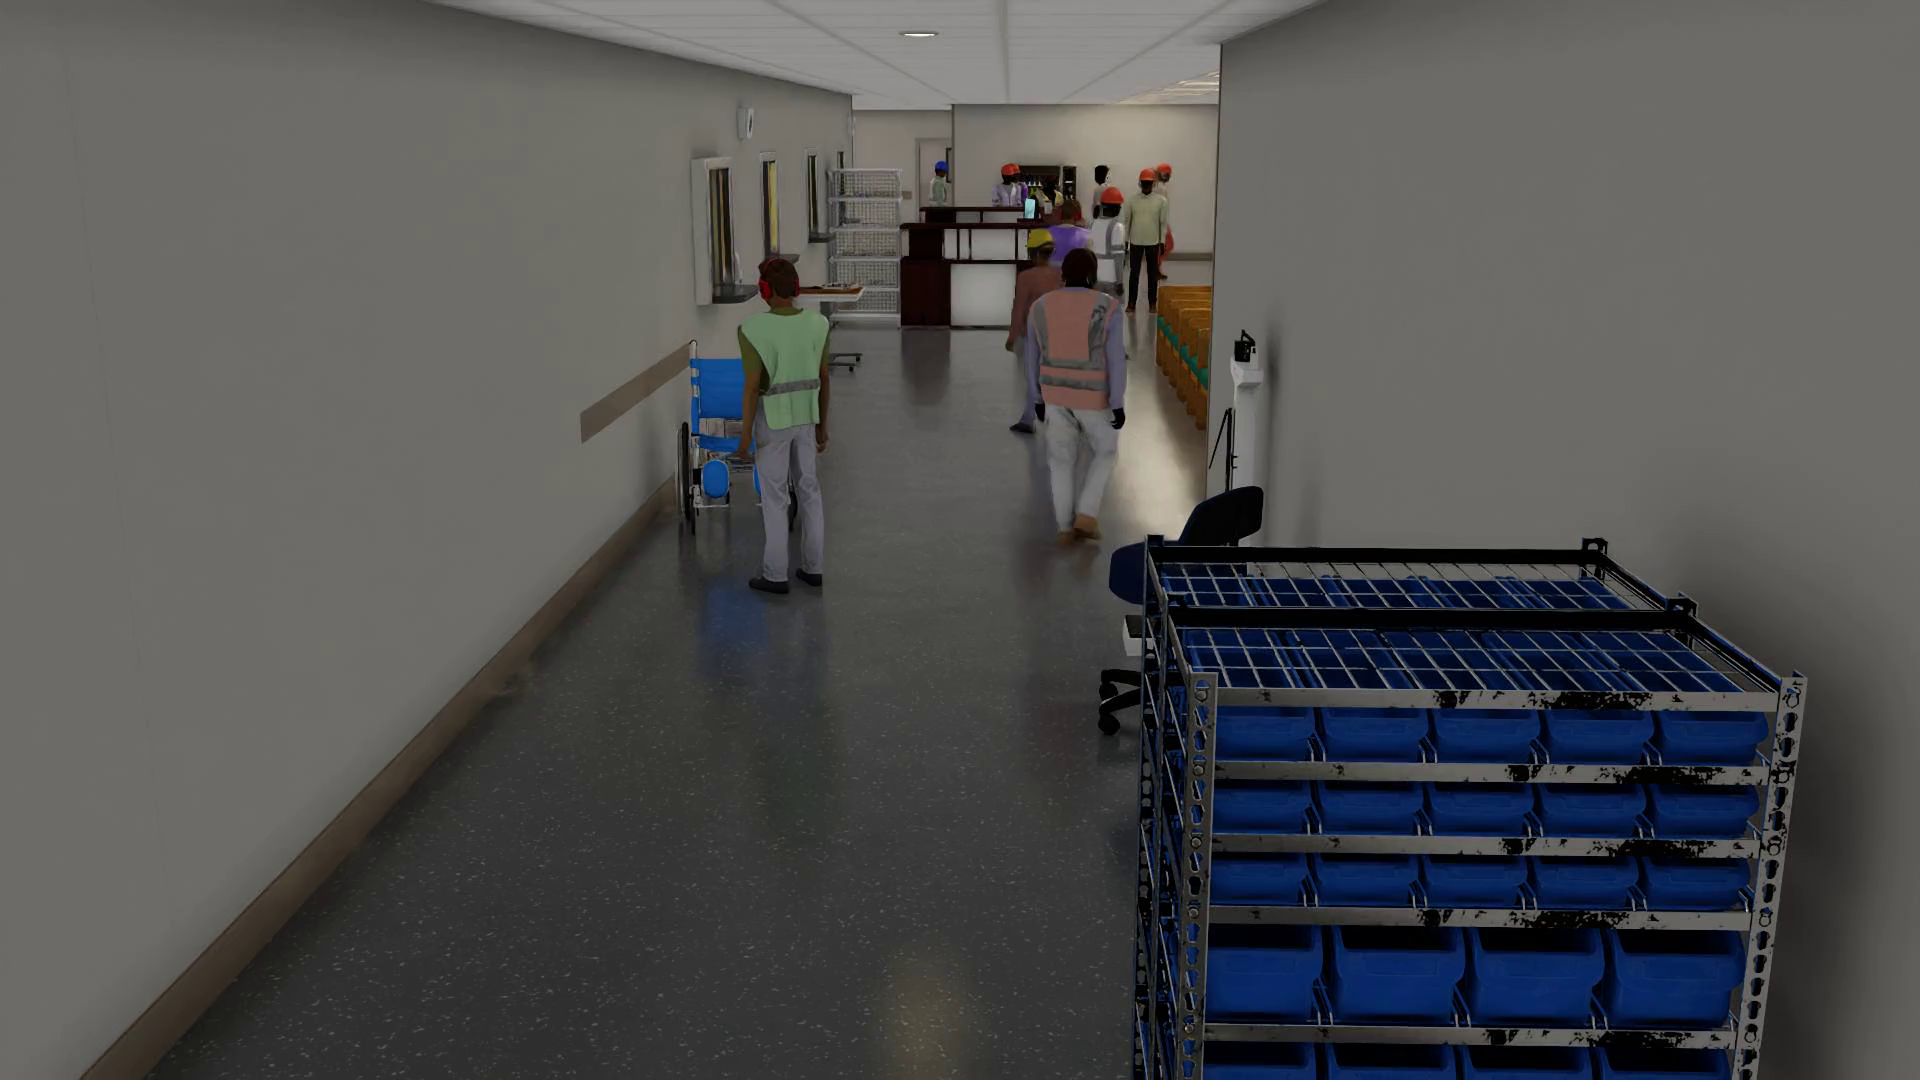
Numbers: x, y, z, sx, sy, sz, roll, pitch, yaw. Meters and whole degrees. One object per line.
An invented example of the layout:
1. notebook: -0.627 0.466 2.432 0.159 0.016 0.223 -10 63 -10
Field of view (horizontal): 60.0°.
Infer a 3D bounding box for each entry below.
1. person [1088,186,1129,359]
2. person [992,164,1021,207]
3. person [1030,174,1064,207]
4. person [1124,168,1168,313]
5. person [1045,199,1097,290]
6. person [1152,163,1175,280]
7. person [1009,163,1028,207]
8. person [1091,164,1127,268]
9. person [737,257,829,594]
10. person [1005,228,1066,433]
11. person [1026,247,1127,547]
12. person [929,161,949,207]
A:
1. person: 1.579 -2.914 18.300 0.660 1.918 0.548 -8 16 -31
2. person: 0.847 -5.755 29.820 0.543 1.931 0.388 -4 15 -17
3. person: 1.422 -4.980 26.875 0.629 1.835 0.429 -8 16 -28
4. person: 2.590 -4.189 23.319 0.611 1.997 0.375 3 14 10
5. person: 1.109 -2.631 17.379 0.646 1.809 0.743 5 15 19
6. person: 3.425 -5.411 28.326 0.435 1.978 0.629 -2 14 -9
7. person: 0.971 -5.877 30.295 0.548 1.934 0.374 9 16 32
8. person: 2.603 -5.787 29.957 0.960 1.930 0.613 6 15 23
9. person: -0.955 -0.618 9.142 0.573 1.841 0.376 -11 18 -39
10. person: 0.703 -1.692 13.725 0.522 1.738 0.831 -13 19 -43
11. person: 0.720 -0.858 10.142 0.657 1.828 0.454 6 15 24
12. person: -0.403 -6.335 32.150 0.401 1.938 0.602 -3 14 -12
